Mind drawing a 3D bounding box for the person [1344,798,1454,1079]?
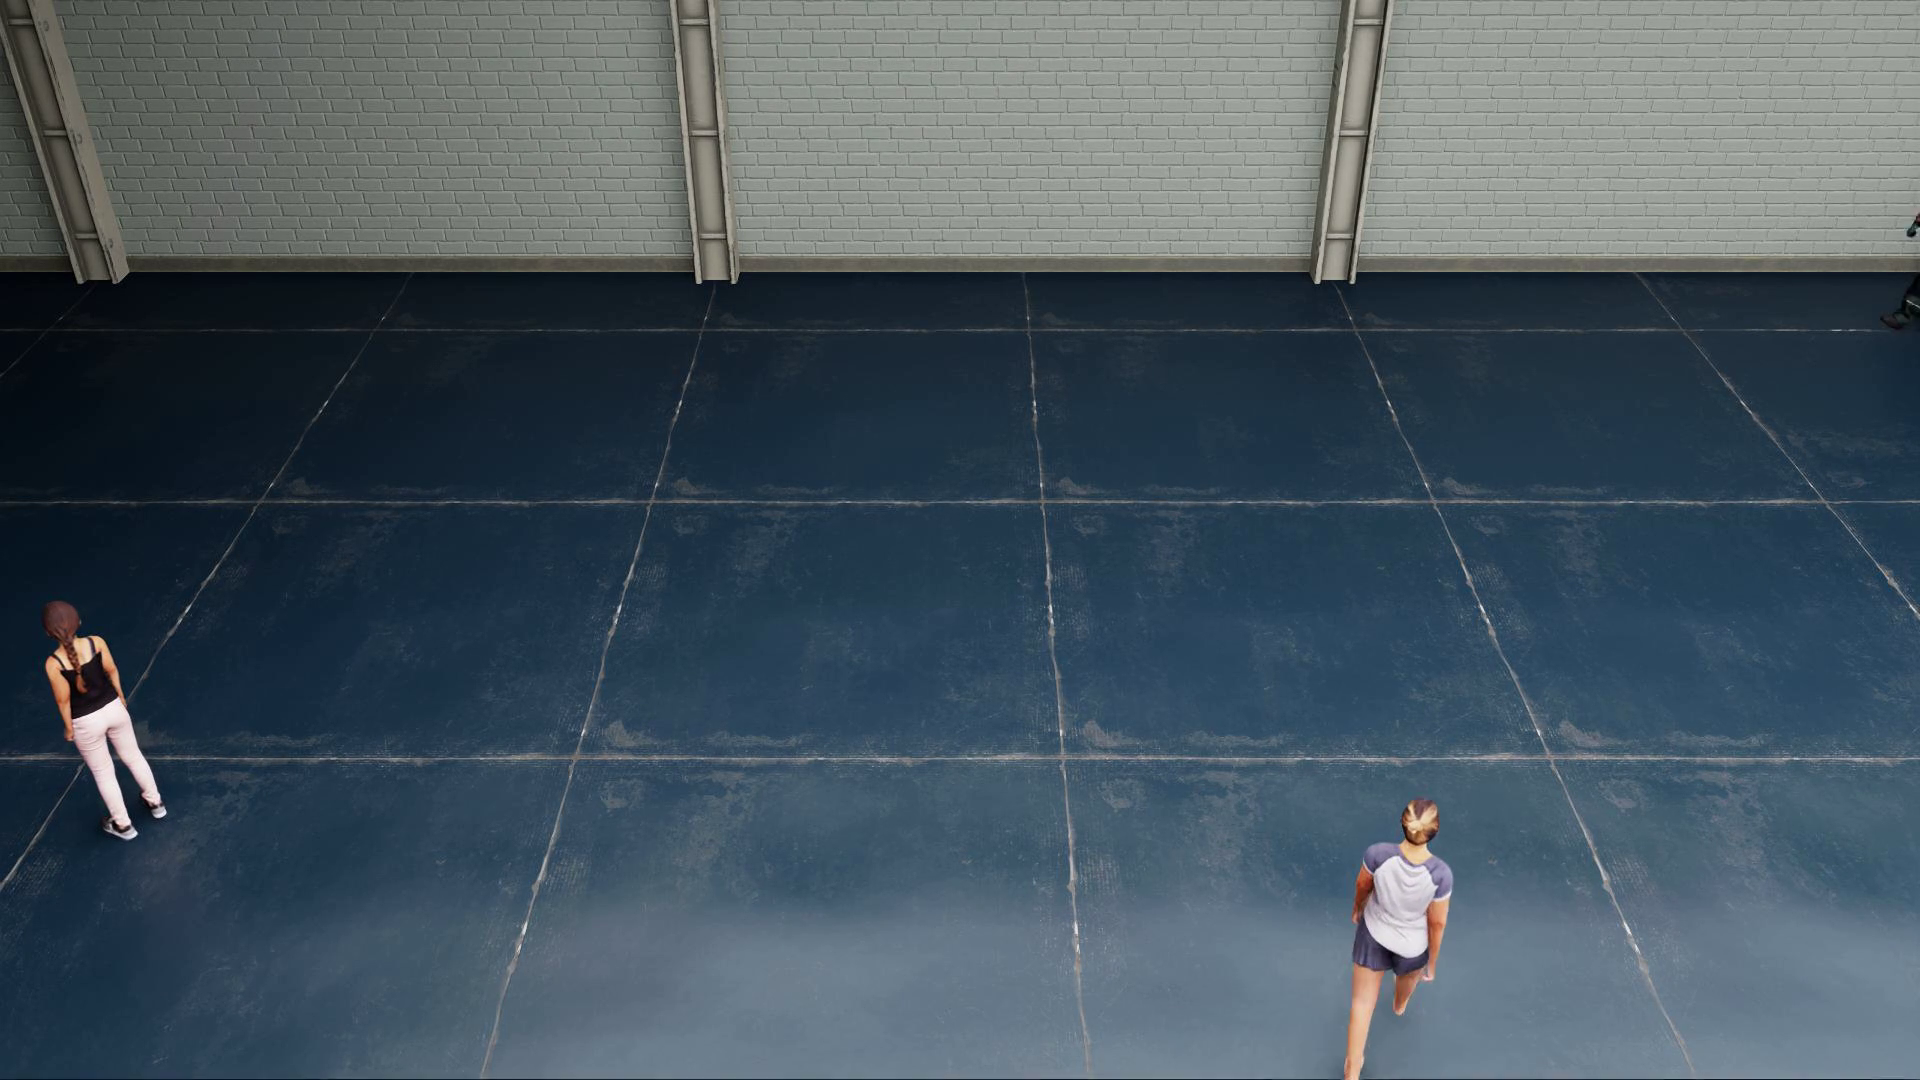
[{"bbox_3d":[2.037,1.936,7.864,1.035,1.578,0.896,12,35,17],"label":"person"}]

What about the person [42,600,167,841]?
[{"bbox_3d":[-4.835,0.995,9.324,0.657,1.564,0.619,21,39,29],"label":"person"}]
